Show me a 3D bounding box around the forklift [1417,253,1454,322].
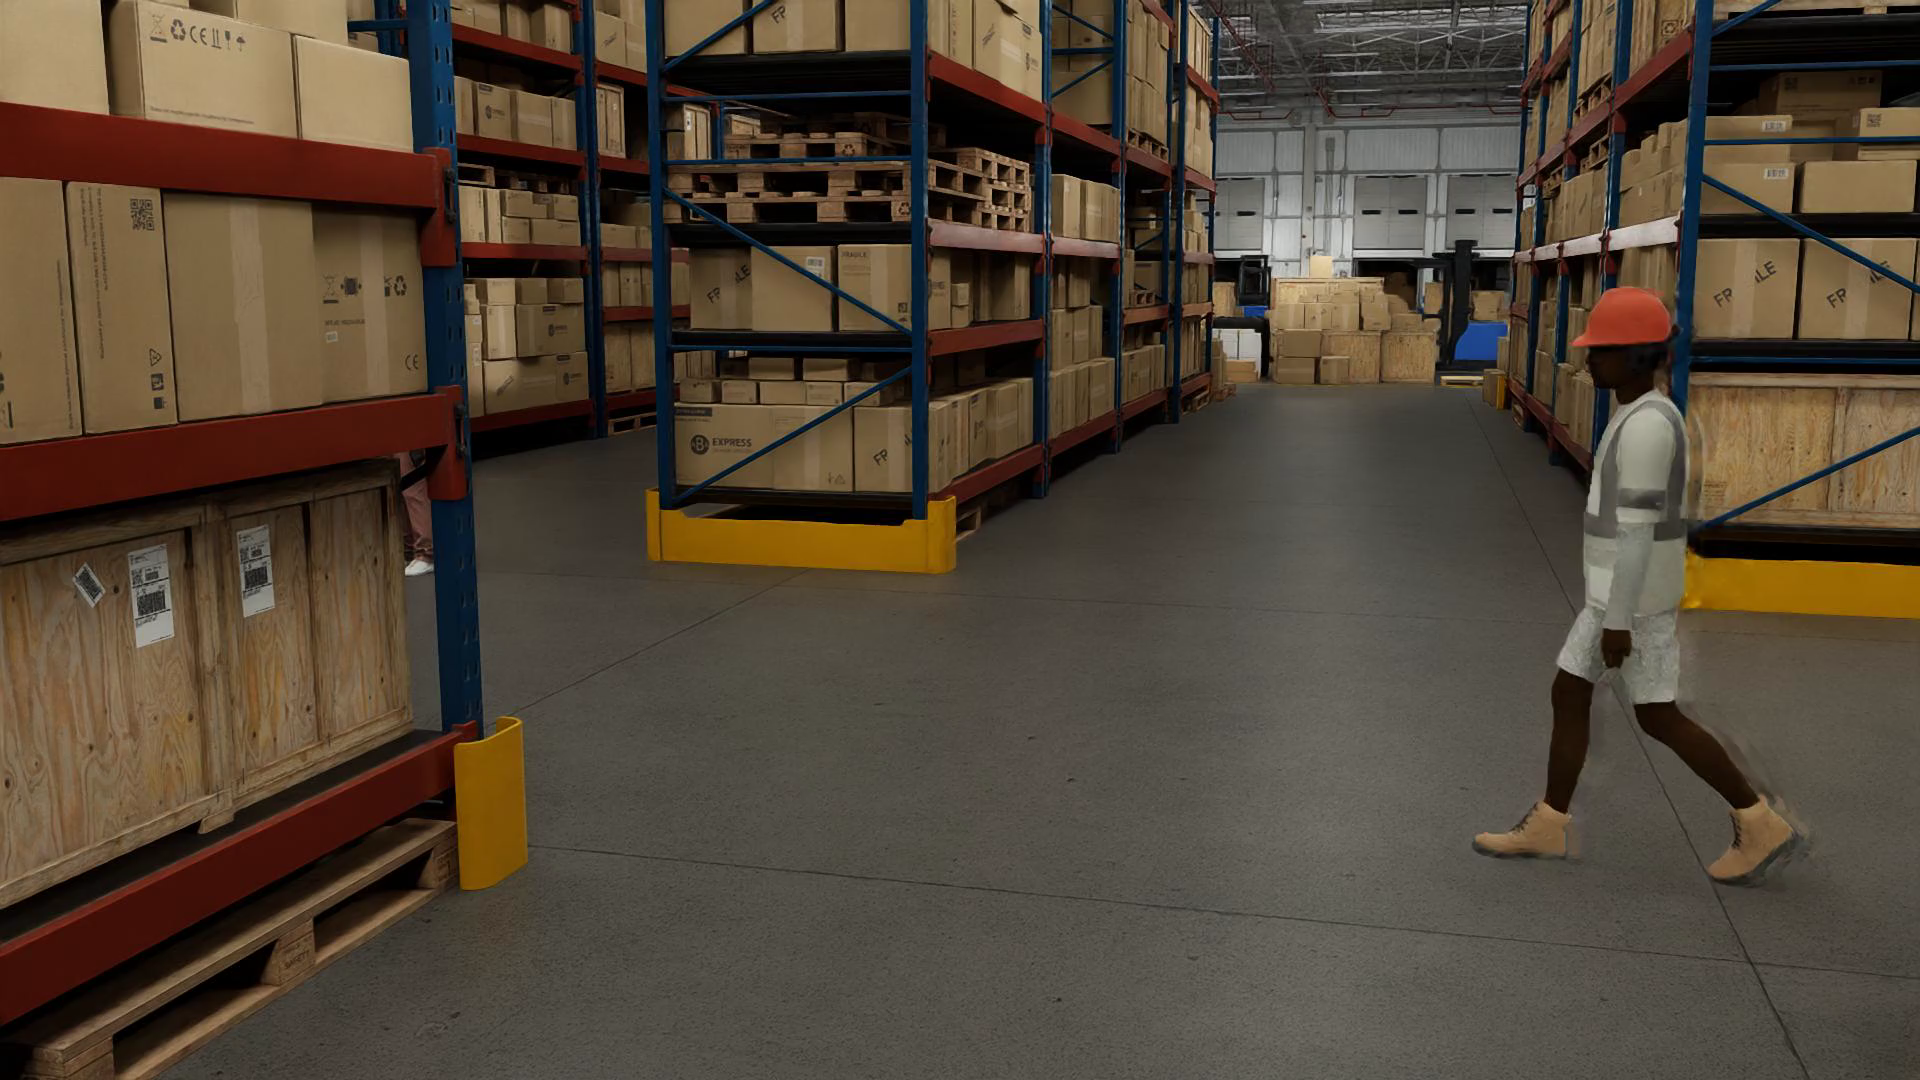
[{"bbox_3d":[15.323,-7.665,52.470,1.129,2.768,1.873,-2,9,-14],"label":"forklift"}]

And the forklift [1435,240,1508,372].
[{"bbox_3d":[10.630,-4.951,35.226,1.873,2.768,1.129,2,9,14],"label":"forklift"}]

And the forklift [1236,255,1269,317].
[{"bbox_3d":[10.034,-8.359,56.878,1.129,2.768,1.873,2,9,15],"label":"forklift"}]

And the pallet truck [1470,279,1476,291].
[{"bbox_3d":[18.896,-8.459,60.307,1.885,1.965,0.823,5,10,31],"label":"pallet truck"}]

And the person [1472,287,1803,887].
[{"bbox_3d":[2.320,0.164,5.540,0.999,2.007,0.621,3,9,17],"label":"person"}]

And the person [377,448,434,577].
[{"bbox_3d":[-3.842,-0.700,11.353,0.401,1.899,0.636,-8,12,-42],"label":"person"}]
